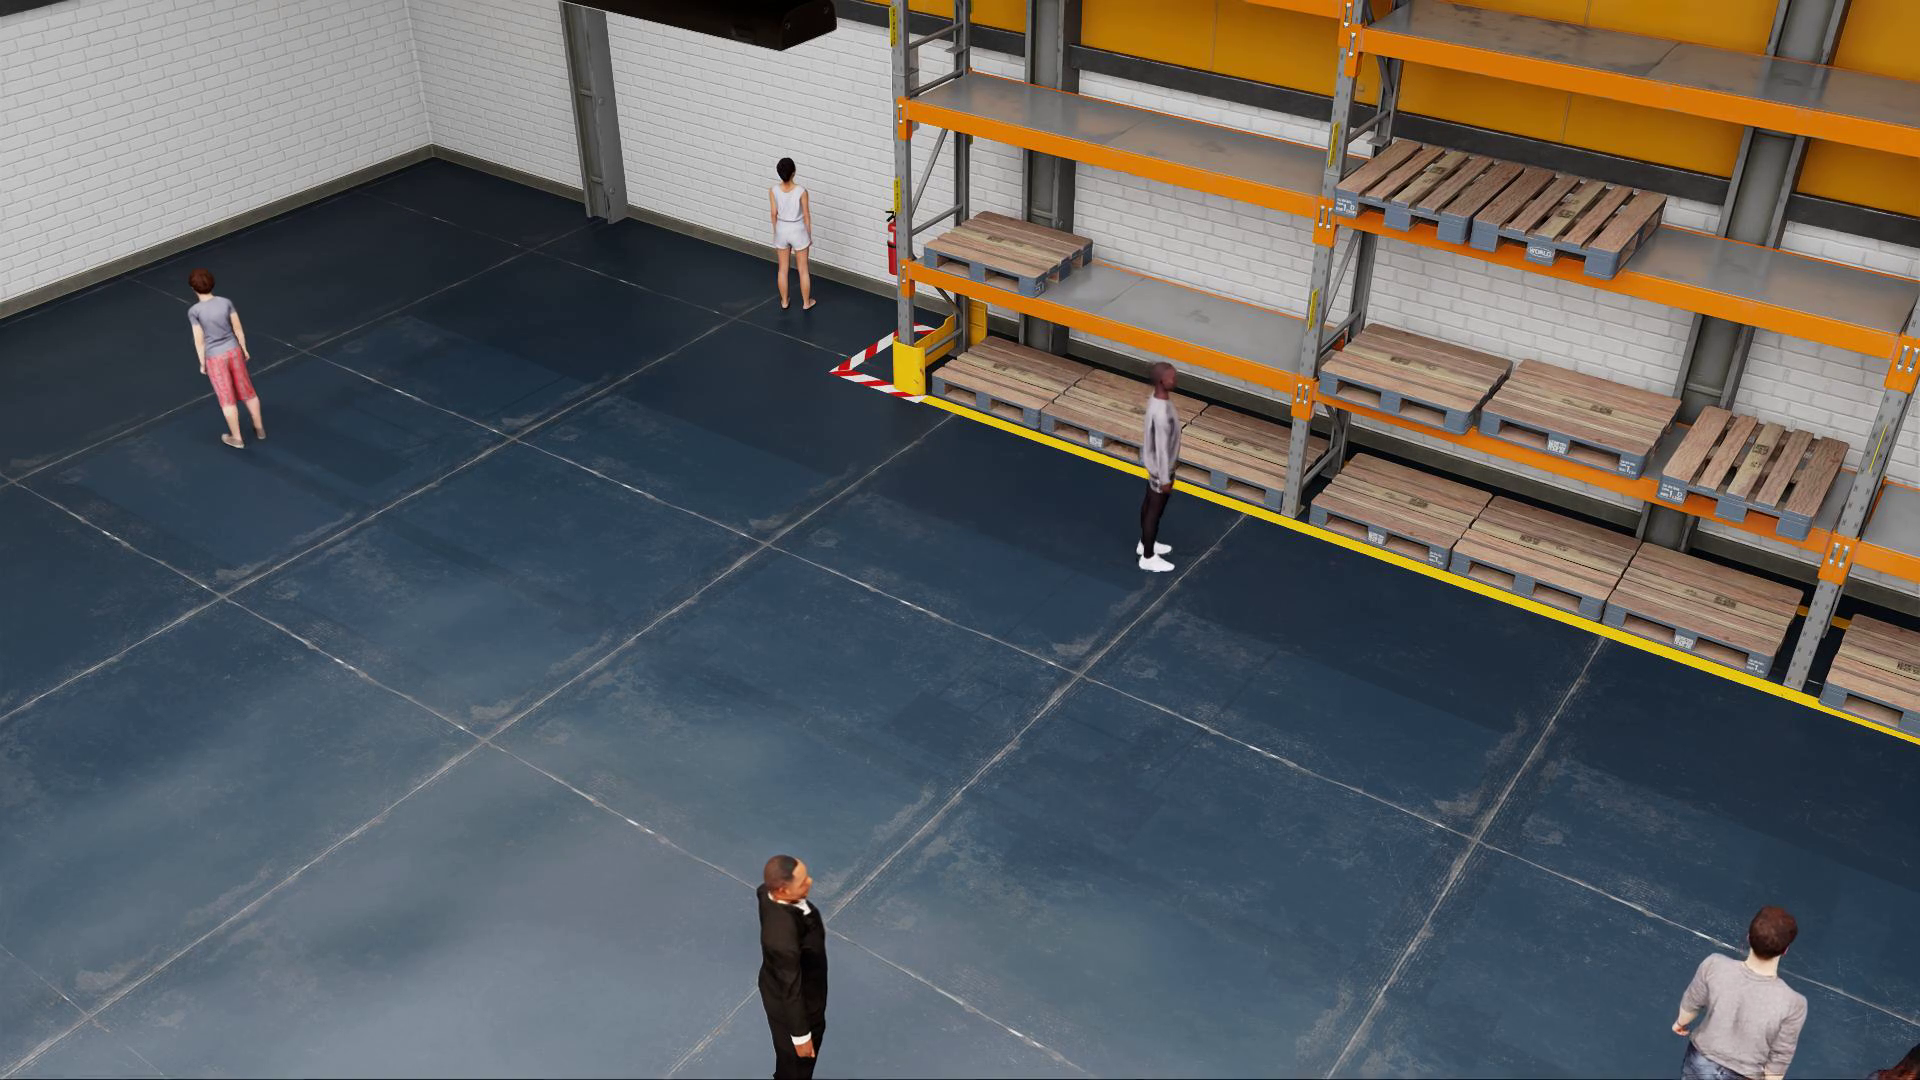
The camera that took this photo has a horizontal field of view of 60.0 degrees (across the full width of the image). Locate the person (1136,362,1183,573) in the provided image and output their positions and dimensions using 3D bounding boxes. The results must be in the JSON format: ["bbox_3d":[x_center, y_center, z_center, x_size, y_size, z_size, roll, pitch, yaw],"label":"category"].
[{"bbox_3d":[1.535,-0.587,12.933,0.715,1.771,0.699,1,34,2],"label":"person"}]

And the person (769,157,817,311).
[{"bbox_3d":[-1.710,-3.105,16.872,0.614,1.605,0.711,5,34,8],"label":"person"}]

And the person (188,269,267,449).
[{"bbox_3d":[-6.443,-1.596,14.561,0.632,1.651,0.585,-28,43,-35],"label":"person"}]

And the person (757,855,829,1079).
[{"bbox_3d":[-0.851,2.315,8.448,0.856,1.904,0.782,-8,34,-11],"label":"person"}]

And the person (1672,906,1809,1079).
[{"bbox_3d":[3.680,2.589,8.048,0.833,1.889,0.782,24,40,31],"label":"person"}]
